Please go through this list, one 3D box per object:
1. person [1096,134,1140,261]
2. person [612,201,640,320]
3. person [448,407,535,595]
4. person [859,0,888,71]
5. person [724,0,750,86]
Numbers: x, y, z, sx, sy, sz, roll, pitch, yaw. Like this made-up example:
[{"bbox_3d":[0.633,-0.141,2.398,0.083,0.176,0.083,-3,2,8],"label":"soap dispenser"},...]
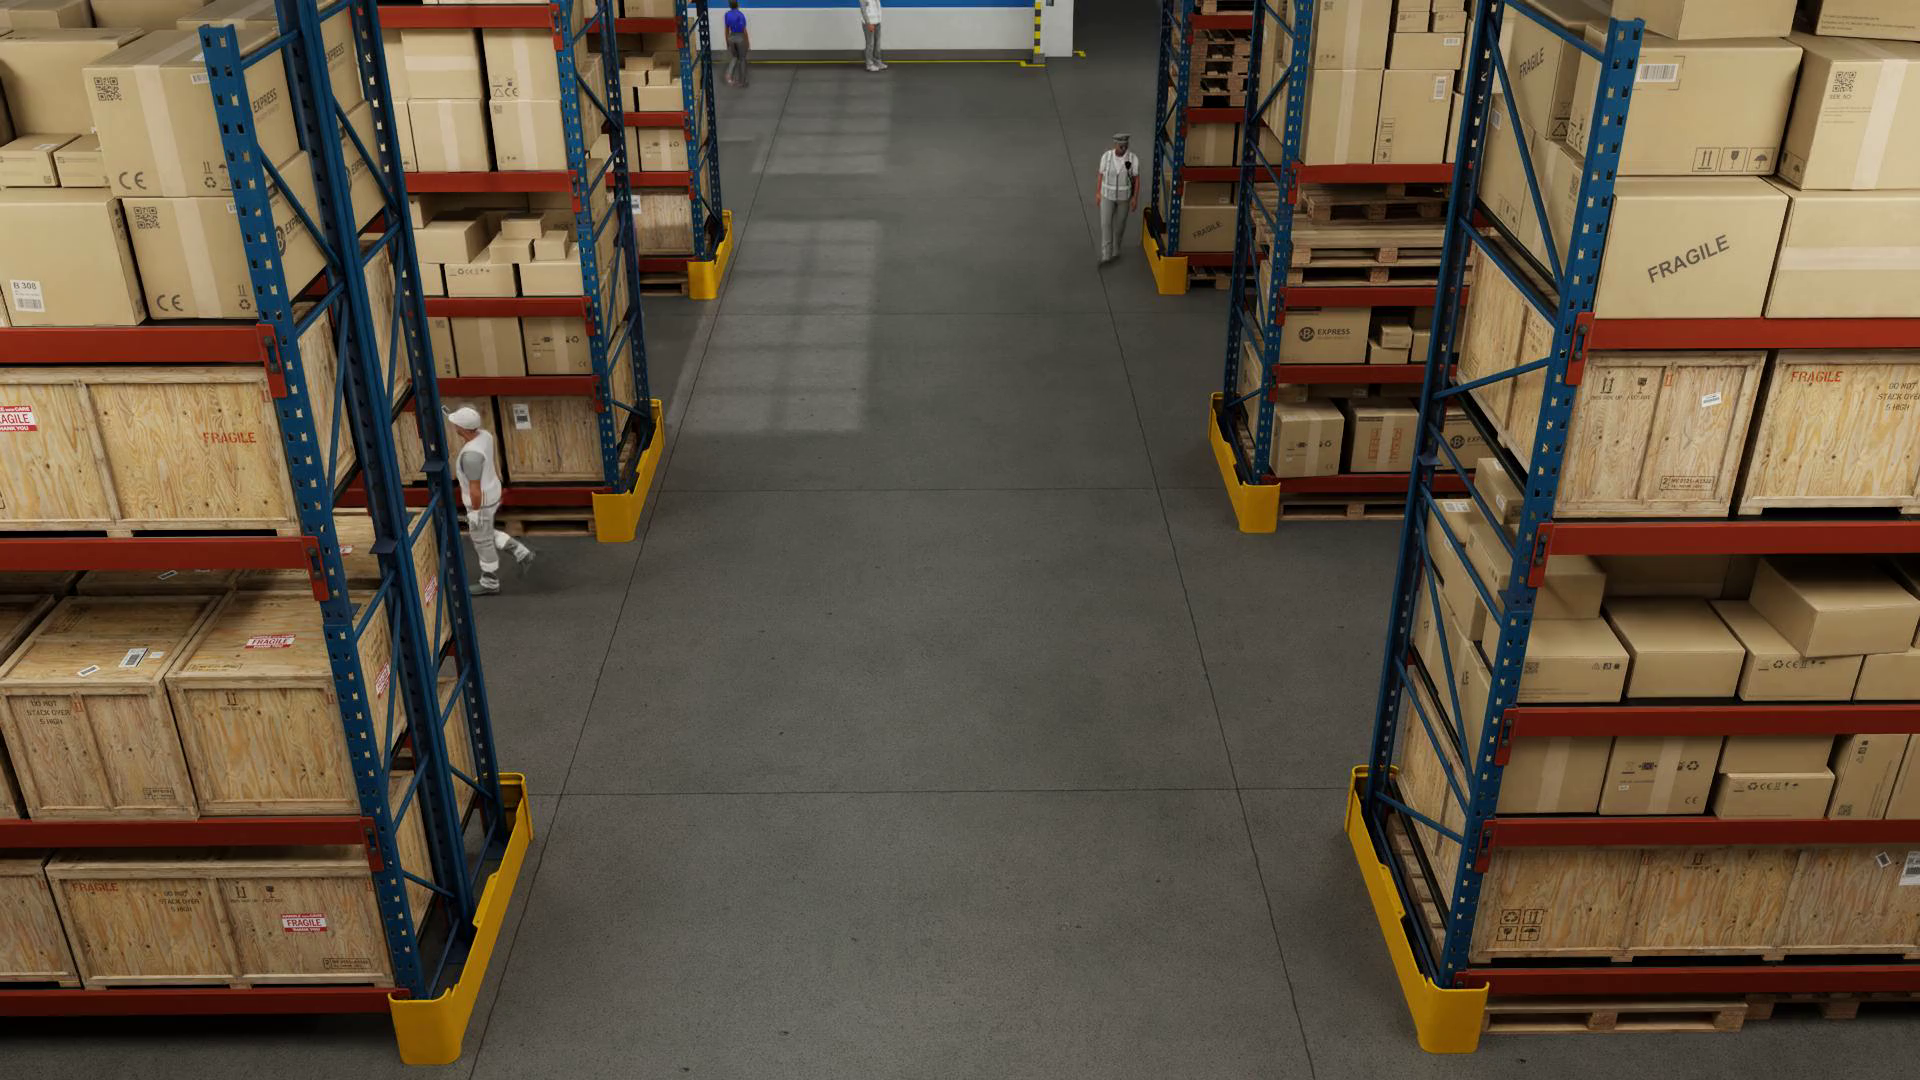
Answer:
[{"bbox_3d":[2.143,-4.628,22.522,0.572,1.730,0.871,0,28,1],"label":"person"},{"bbox_3d":[-4.164,-3.399,20.373,0.452,1.594,0.589,-20,34,-32],"label":"person"},{"bbox_3d":[-4.111,-0.341,14.486,0.620,1.787,0.546,1,28,2],"label":"person"},{"bbox_3d":[-1.717,-10.197,32.816,0.437,1.779,0.558,15,32,26],"label":"person"},{"bbox_3d":[-4.224,-9.474,31.633,0.464,1.658,0.483,13,31,22],"label":"person"}]
